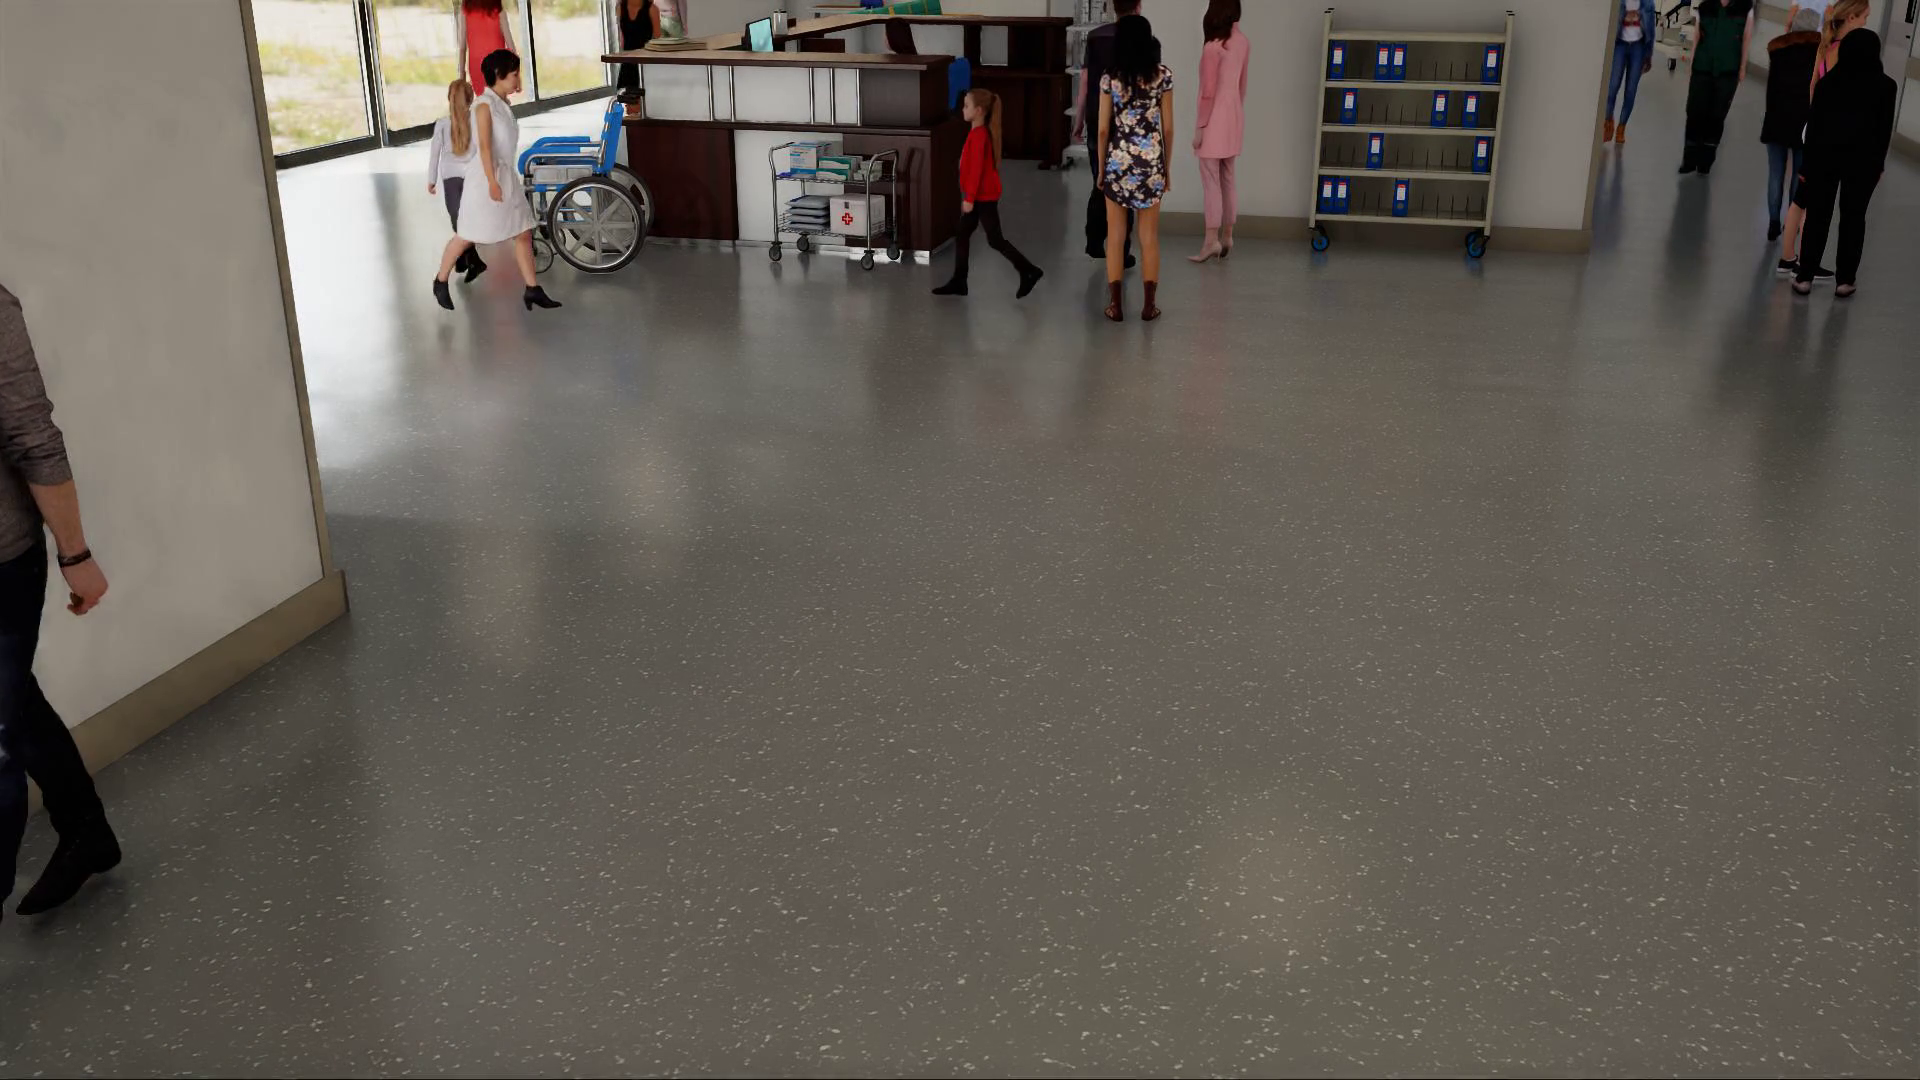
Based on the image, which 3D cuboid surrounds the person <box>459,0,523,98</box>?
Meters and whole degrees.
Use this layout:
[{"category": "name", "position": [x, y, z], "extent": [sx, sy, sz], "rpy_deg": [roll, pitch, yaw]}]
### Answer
[{"category": "person", "position": [-4.072, -3.931, 14.287], "extent": [1.099, 1.786, 0.835], "rpy_deg": [1, 21, 4]}]

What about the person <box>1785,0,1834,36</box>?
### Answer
[{"category": "person", "position": [8.834, -5.090, 17.375], "extent": [1.100, 1.766, 0.782], "rpy_deg": [8, 22, 20]}]

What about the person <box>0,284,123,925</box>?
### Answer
[{"category": "person", "position": [-2.166, 0.020, 3.731], "extent": [1.015, 1.874, 0.809], "rpy_deg": [4, 21, 11]}]

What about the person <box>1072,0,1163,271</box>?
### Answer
[{"category": "person", "position": [0.996, -2.682, 10.923], "extent": [0.670, 1.833, 0.881], "rpy_deg": [11, 23, 26]}]

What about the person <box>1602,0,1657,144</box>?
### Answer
[{"category": "person", "position": [6.867, -4.956, 17.117], "extent": [0.595, 1.697, 0.671], "rpy_deg": [6, 21, 14]}]

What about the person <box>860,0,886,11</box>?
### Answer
[{"category": "person", "position": [-1.431, -8.731, 26.984], "extent": [0.483, 1.770, 0.704], "rpy_deg": [4, 21, 11]}]

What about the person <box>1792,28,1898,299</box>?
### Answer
[{"category": "person", "position": [5.469, -2.329, 10.304], "extent": [0.617, 1.611, 0.740], "rpy_deg": [10, 23, 24]}]

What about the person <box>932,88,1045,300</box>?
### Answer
[{"category": "person", "position": [0.192, -2.090, 10.163], "extent": [0.963, 1.263, 0.667], "rpy_deg": [-1, 21, -3]}]

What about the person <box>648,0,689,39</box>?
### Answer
[{"category": "person", "position": [-3.631, -6.325, 20.527], "extent": [1.033, 1.843, 0.832], "rpy_deg": [3, 21, 9]}]

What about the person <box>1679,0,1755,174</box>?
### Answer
[{"category": "person", "position": [6.831, -4.224, 15.006], "extent": [0.755, 1.824, 0.780], "rpy_deg": [9, 23, 23]}]

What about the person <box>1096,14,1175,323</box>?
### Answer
[{"category": "person", "position": [1.005, -2.140, 9.636], "extent": [0.516, 1.732, 0.681], "rpy_deg": [2, 21, 4]}]

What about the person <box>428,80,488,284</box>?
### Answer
[{"category": "person", "position": [-3.195, -2.294, 10.712], "extent": [0.884, 1.257, 0.929], "rpy_deg": [-12, 24, -29]}]

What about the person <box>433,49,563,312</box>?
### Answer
[{"category": "person", "position": [-2.821, -2.068, 9.766], "extent": [1.034, 1.503, 0.751], "rpy_deg": [4, 21, 10]}]

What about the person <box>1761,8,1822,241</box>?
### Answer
[{"category": "person", "position": [6.002, -2.989, 12.028], "extent": [0.623, 1.625, 0.755], "rpy_deg": [12, 24, 28]}]

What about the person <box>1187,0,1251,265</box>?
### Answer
[{"category": "person", "position": [1.764, -2.789, 11.249], "extent": [0.687, 1.803, 0.689], "rpy_deg": [-19, 28, -41]}]

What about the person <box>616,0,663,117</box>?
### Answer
[{"category": "person", "position": [-2.727, -4.023, 14.558], "extent": [1.049, 1.766, 0.639], "rpy_deg": [5, 21, 12]}]

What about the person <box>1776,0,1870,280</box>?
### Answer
[{"category": "person", "position": [5.607, -2.614, 10.809], "extent": [0.595, 1.787, 0.654], "rpy_deg": [0, 21, 1]}]
